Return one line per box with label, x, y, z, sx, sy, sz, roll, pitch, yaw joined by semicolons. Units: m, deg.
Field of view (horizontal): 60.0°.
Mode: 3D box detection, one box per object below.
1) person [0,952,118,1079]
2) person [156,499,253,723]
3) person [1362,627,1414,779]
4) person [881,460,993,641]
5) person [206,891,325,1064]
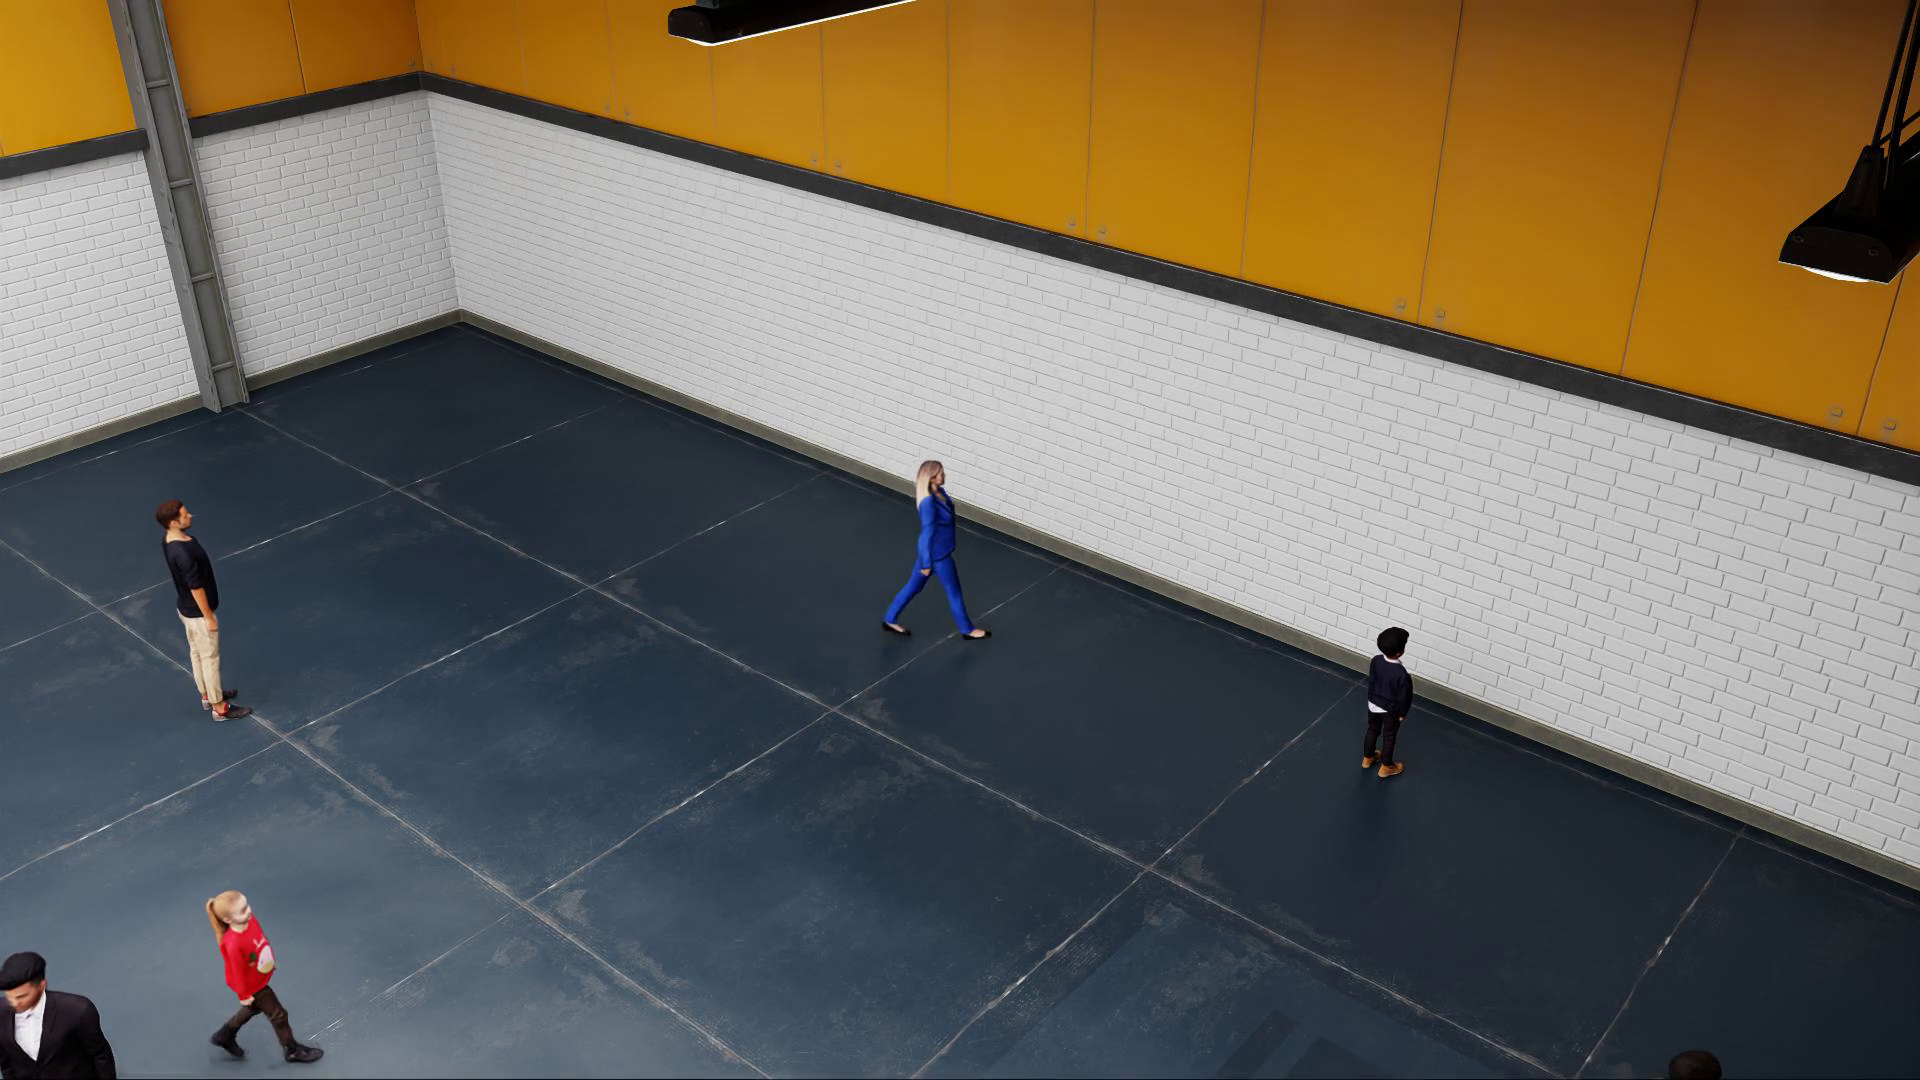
person;-4.558;2.813;8.481;0.753;1.882;0.798;-1;29;-2
person;-5.832;0.525;12.699;0.587;1.860;0.672;-21;35;-33
person;3.124;1.173;12.171;0.562;1.227;0.548;-20;34;-32
person;-0.311;0.131;13.637;1.172;1.653;1.173;0;29;1
person;-4.141;2.543;9.620;0.913;1.265;0.838;-3;29;-6
